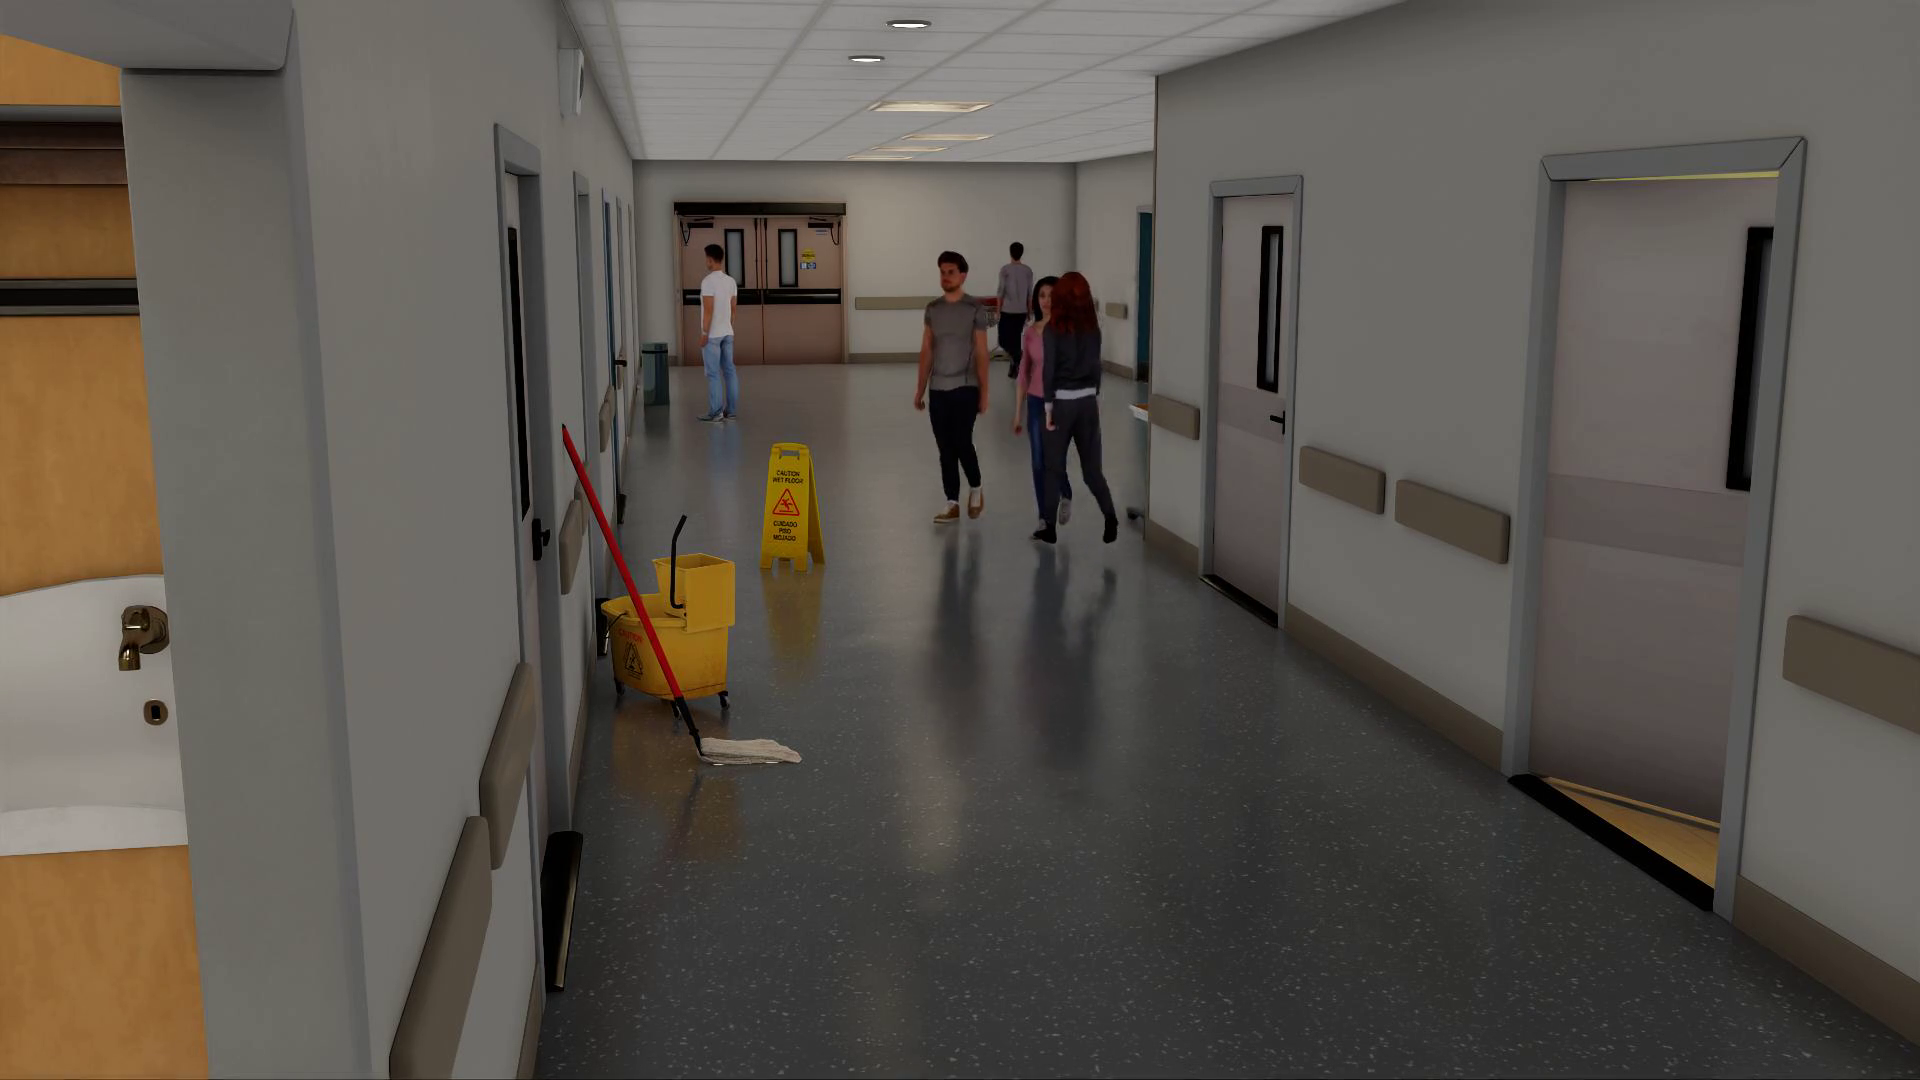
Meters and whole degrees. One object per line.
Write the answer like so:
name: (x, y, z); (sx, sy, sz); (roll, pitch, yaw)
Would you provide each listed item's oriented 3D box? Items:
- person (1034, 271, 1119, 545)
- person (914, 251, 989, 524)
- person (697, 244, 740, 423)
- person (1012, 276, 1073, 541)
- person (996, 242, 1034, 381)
person: (0.756, -0.797, 10.560); (0.698, 1.758, 1.047); (-4, 12, -22)
person: (-0.007, -1.053, 11.570); (0.793, 1.884, 0.844); (5, 12, 25)
person: (-2.576, -2.207, 17.707); (0.811, 1.863, 0.741); (7, 13, 32)
person: (0.645, -0.880, 11.067); (0.791, 1.732, 0.854); (7, 13, 32)
person: (0.747, -3.010, 22.047); (0.835, 1.823, 1.009); (-5, 12, -27)
